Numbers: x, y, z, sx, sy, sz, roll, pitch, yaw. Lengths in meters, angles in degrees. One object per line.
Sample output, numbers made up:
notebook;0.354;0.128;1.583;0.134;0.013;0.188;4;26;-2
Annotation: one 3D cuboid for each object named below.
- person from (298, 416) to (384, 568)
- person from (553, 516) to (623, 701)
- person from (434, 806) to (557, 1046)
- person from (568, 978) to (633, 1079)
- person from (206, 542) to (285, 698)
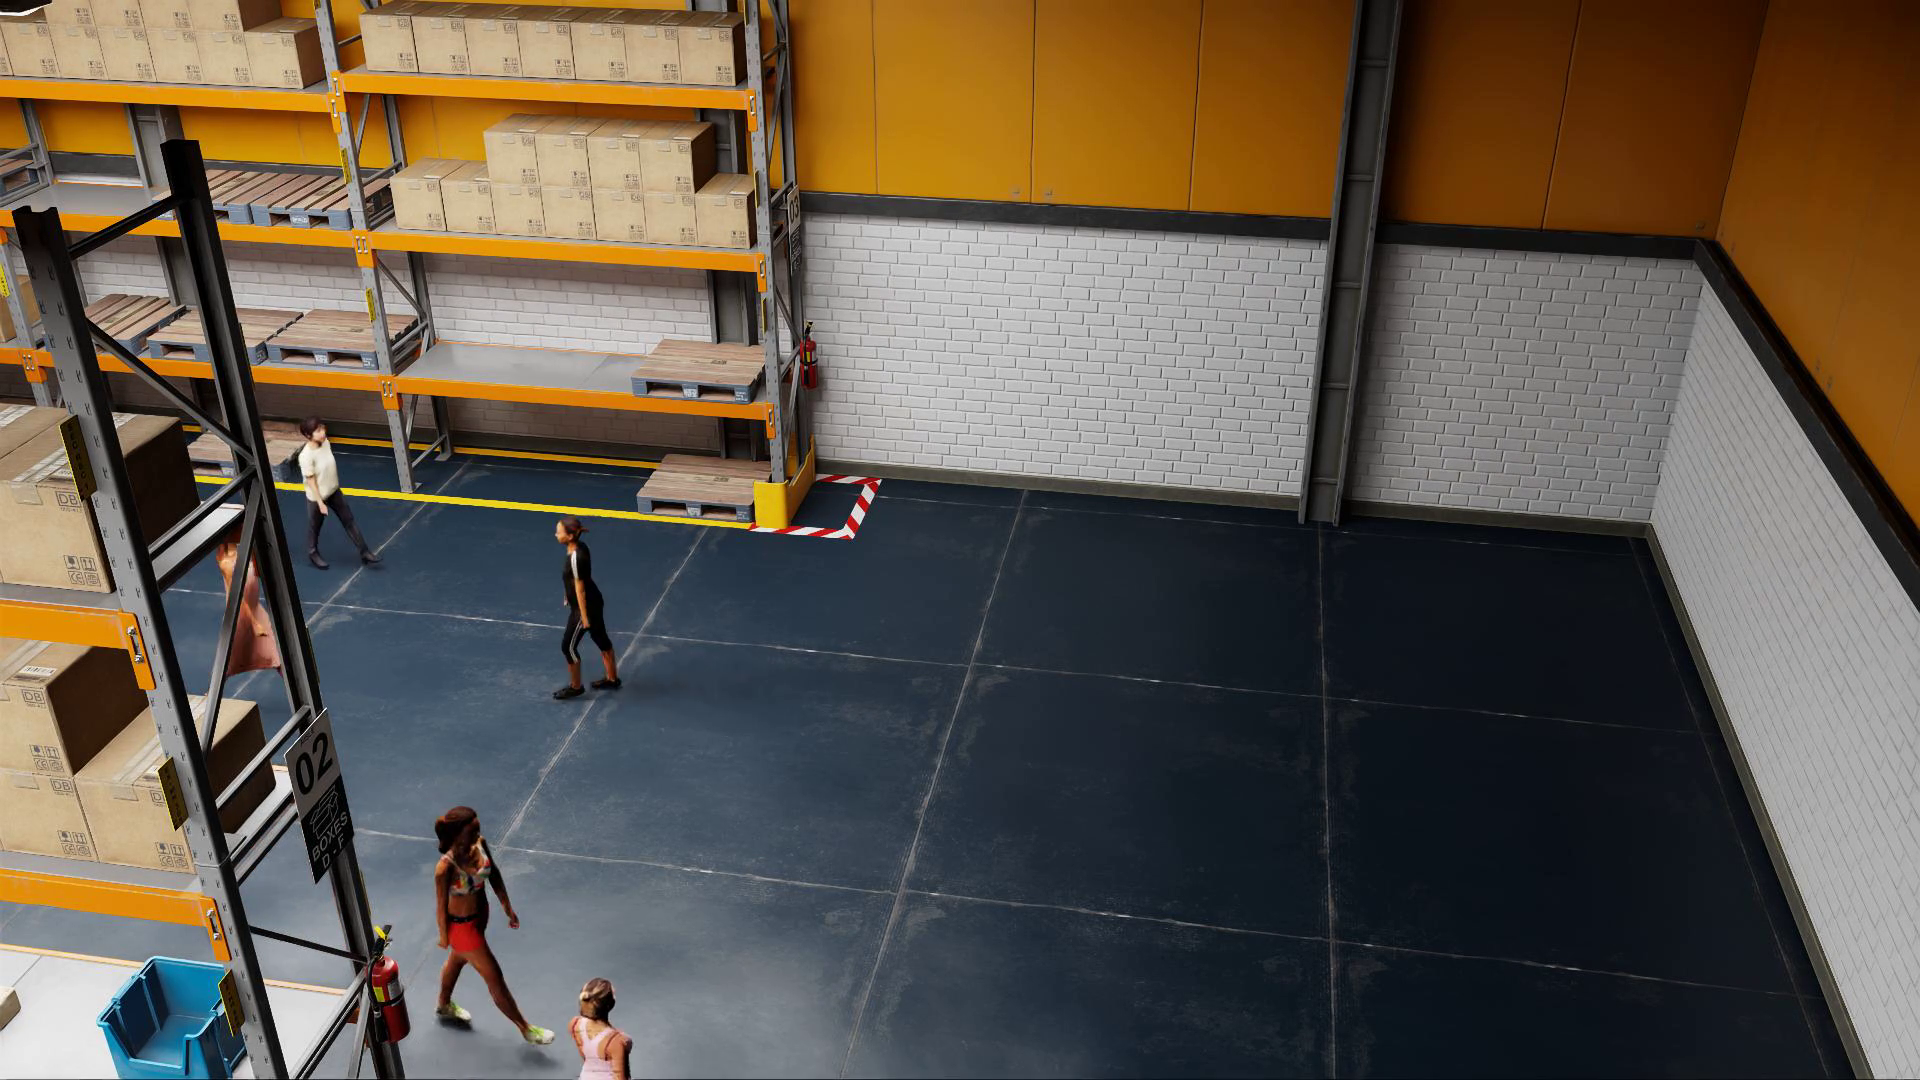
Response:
person;-5.989;-0.418;15.483;1.009;1.549;0.689;9;30;15
person;-2.989;0.535;13.630;0.840;1.650;0.704;-1;29;-2
person;-3.095;2.343;10.222;1.184;1.741;0.687;9;30;17
person;-1.969;3.089;8.992;1.014;1.608;0.860;15;32;26
person;-5.807;0.646;13.279;1.169;1.791;0.720;0;29;1
